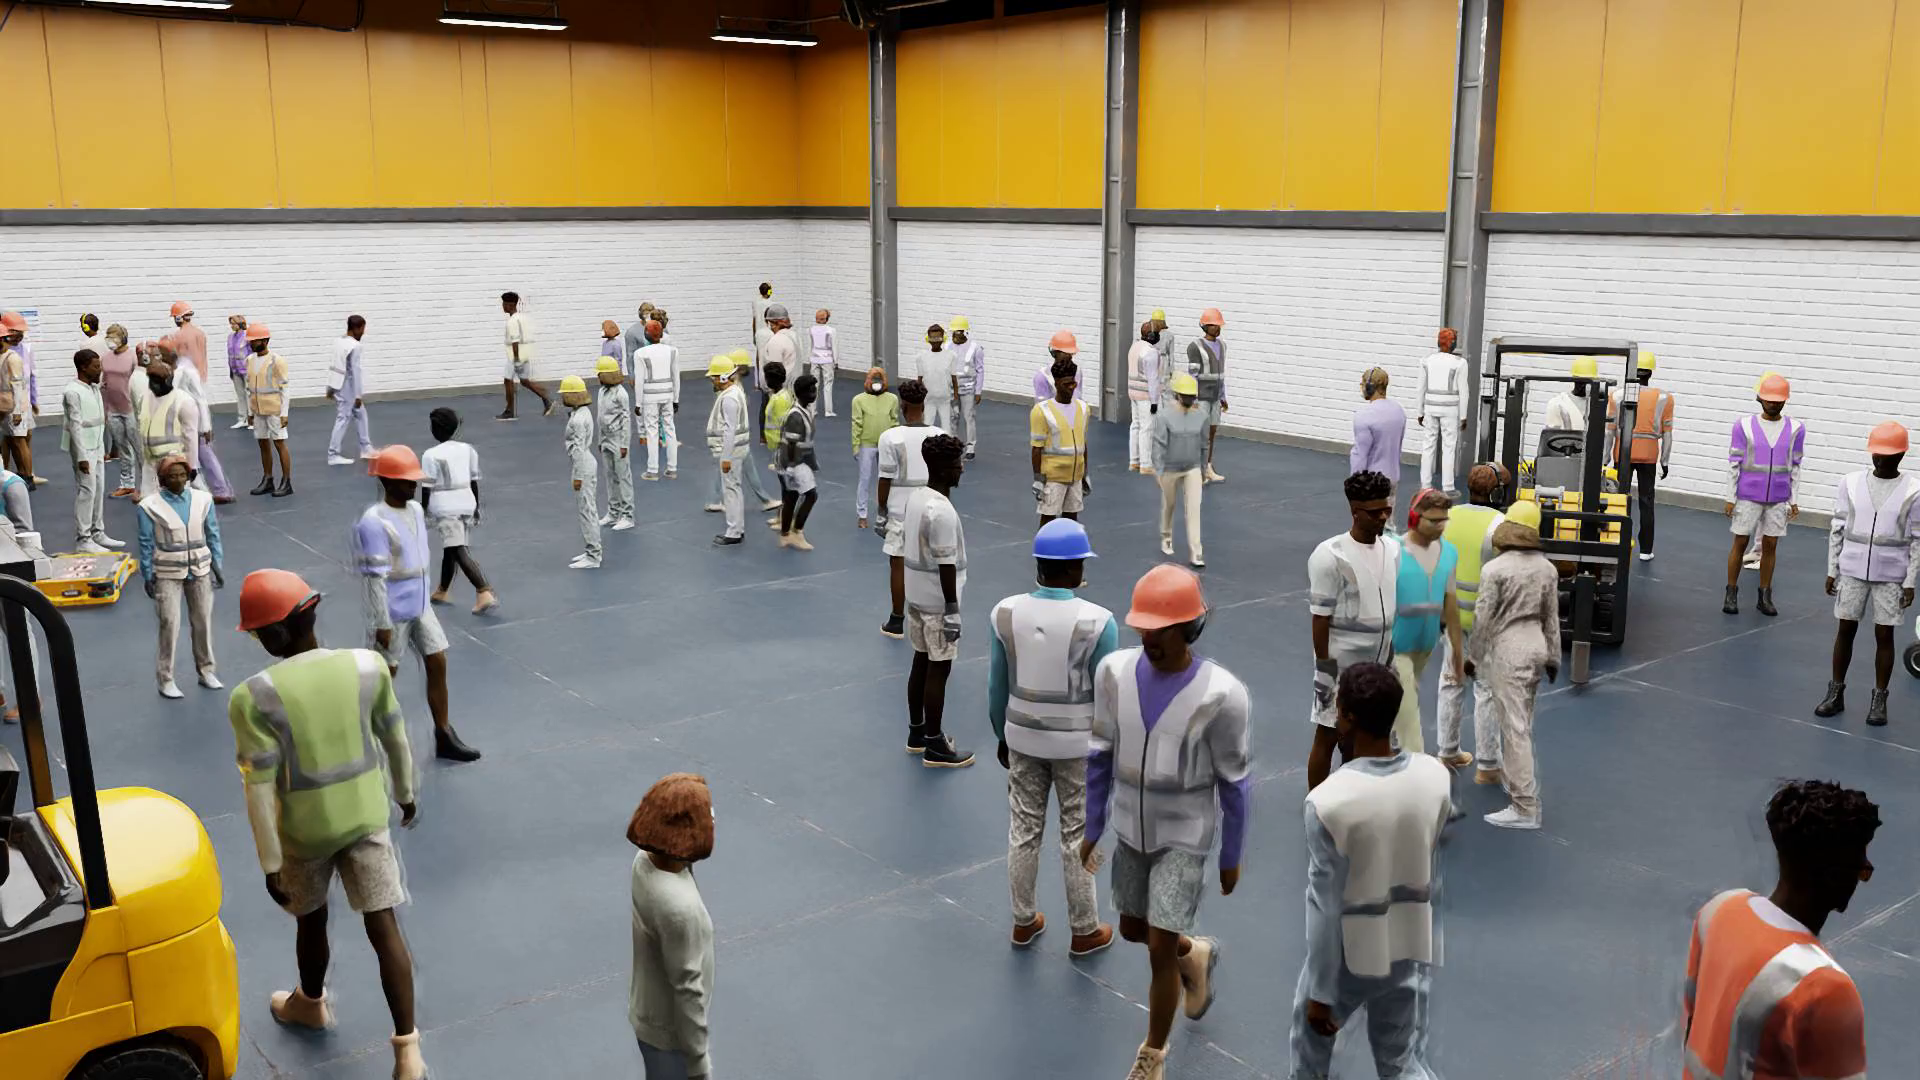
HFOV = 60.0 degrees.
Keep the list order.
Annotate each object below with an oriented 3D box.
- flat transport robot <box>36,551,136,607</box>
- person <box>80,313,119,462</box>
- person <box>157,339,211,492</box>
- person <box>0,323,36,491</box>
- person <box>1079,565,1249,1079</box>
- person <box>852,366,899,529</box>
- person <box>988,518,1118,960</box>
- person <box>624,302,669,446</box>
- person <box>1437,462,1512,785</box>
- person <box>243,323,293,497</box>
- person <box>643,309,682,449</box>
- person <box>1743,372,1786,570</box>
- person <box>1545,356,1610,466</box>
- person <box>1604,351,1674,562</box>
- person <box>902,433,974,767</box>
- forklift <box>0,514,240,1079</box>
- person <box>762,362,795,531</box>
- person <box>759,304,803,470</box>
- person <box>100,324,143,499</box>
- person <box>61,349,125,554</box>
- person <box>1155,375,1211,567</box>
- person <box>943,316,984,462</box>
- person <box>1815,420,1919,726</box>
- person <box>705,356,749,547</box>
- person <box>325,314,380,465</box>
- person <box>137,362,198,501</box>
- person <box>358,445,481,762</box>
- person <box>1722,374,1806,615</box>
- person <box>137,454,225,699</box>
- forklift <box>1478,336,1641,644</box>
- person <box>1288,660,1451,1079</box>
[{"bbox_3d":[-7.404,0.313,14.019,0.652,0.197,1.431,-4,12,-19],"label":"flat transport robot"},{"bbox_3d":[-10.822,-1.907,20.878,0.329,1.865,0.512,3,12,14],"label":"person"},{"bbox_3d":[-8.214,-1.173,17.397,0.589,1.834,0.965,3,12,15],"label":"person"},{"bbox_3d":[-10.723,-1.490,18.730,0.550,1.923,0.389,10,15,40],"label":"person"},{"bbox_3d":[0.794,1.055,6.211,0.612,2.024,0.865,9,15,36],"label":"person"},{"bbox_3d":[-0.842,-0.929,16.713,0.506,1.631,0.277,-5,13,-22],"label":"person"},{"bbox_3d":[0.416,0.869,7.274,0.605,1.944,0.402,6,13,26],"label":"person"},{"bbox_3d":[-4.152,-2.214,22.214,0.635,1.928,0.382,-9,15,-37],"label":"person"},{"bbox_3d":[2.967,0.467,9.467,0.429,1.844,0.627,-8,14,-32],"label":"person"},{"bbox_3d":[-7.694,-1.439,18.435,0.552,1.935,0.374,5,13,21],"label":"person"},{"bbox_3d":[-3.962,-2.134,22.013,0.506,1.847,0.343,9,15,38],"label":"person"},{"bbox_3d":[7.194,-0.617,14.885,0.312,1.768,0.529,2,12,10],"label":"person"},{"bbox_3d":[5.515,-0.691,14.885,0.582,1.919,0.396,-2,12,-11],"label":"person"},{"bbox_3d":[6.173,-0.764,15.202,0.593,1.924,0.384,3,12,16],"label":"person"},{"bbox_3d":[-0.136,0.343,9.757,0.362,1.963,0.613,-4,12,-20],"label":"person"},{"bbox_3d":[-3.687,1.115,5.480,2.313,2.155,1.214,-9,15,-36],"label":"forklift"},{"bbox_3d":[-1.790,-0.933,16.593,0.325,1.690,0.536,-2,12,-9],"label":"person"},{"bbox_3d":[-2.193,-1.886,20.341,0.536,2.000,0.701,3,12,16],"label":"person"},{"bbox_3d":[-9.152,-1.402,18.257,0.636,1.937,0.358,4,12,20],"label":"person"},{"bbox_3d":[-8.168,-0.829,15.566,0.397,1.912,0.593,-1,12,-7],"label":"person"},{"bbox_3d":[2.023,-0.651,15.167,0.534,1.713,0.929,-1,12,-6],"label":"person"},{"bbox_3d":[0.002,-1.896,20.899,0.600,1.829,0.404,7,13,29],"label":"person"},{"bbox_3d":[5.768,0.203,10.509,0.544,1.937,0.358,10,15,39],"label":"person"},{"bbox_3d":[-2.211,-0.847,15.875,0.403,1.818,0.601,-1,12,-4],"label":"person"},{"bbox_3d":[-7.572,-1.876,20.744,0.739,1.868,0.615,-10,15,-40],"label":"person"},{"bbox_3d":[-7.247,-0.719,15.223,0.655,1.827,0.444,4,12,19],"label":"person"},{"bbox_3d":[-3.343,0.373,9.791,0.934,1.902,0.556,4,12,17],"label":"person"},{"bbox_3d":[6.374,-0.351,13.188,0.551,1.933,0.376,2,12,12],"label":"person"},{"bbox_3d":[-5.183,0.235,11.098,0.330,1.629,0.521,10,15,39],"label":"person"},{"bbox_3d":[4.683,-0.471,13.136,1.214,2.155,2.313,4,12,20],"label":"forklift"},{"bbox_3d":[1.325,1.309,5.298,0.592,1.886,0.889,-7,13,-29],"label":"person"}]
